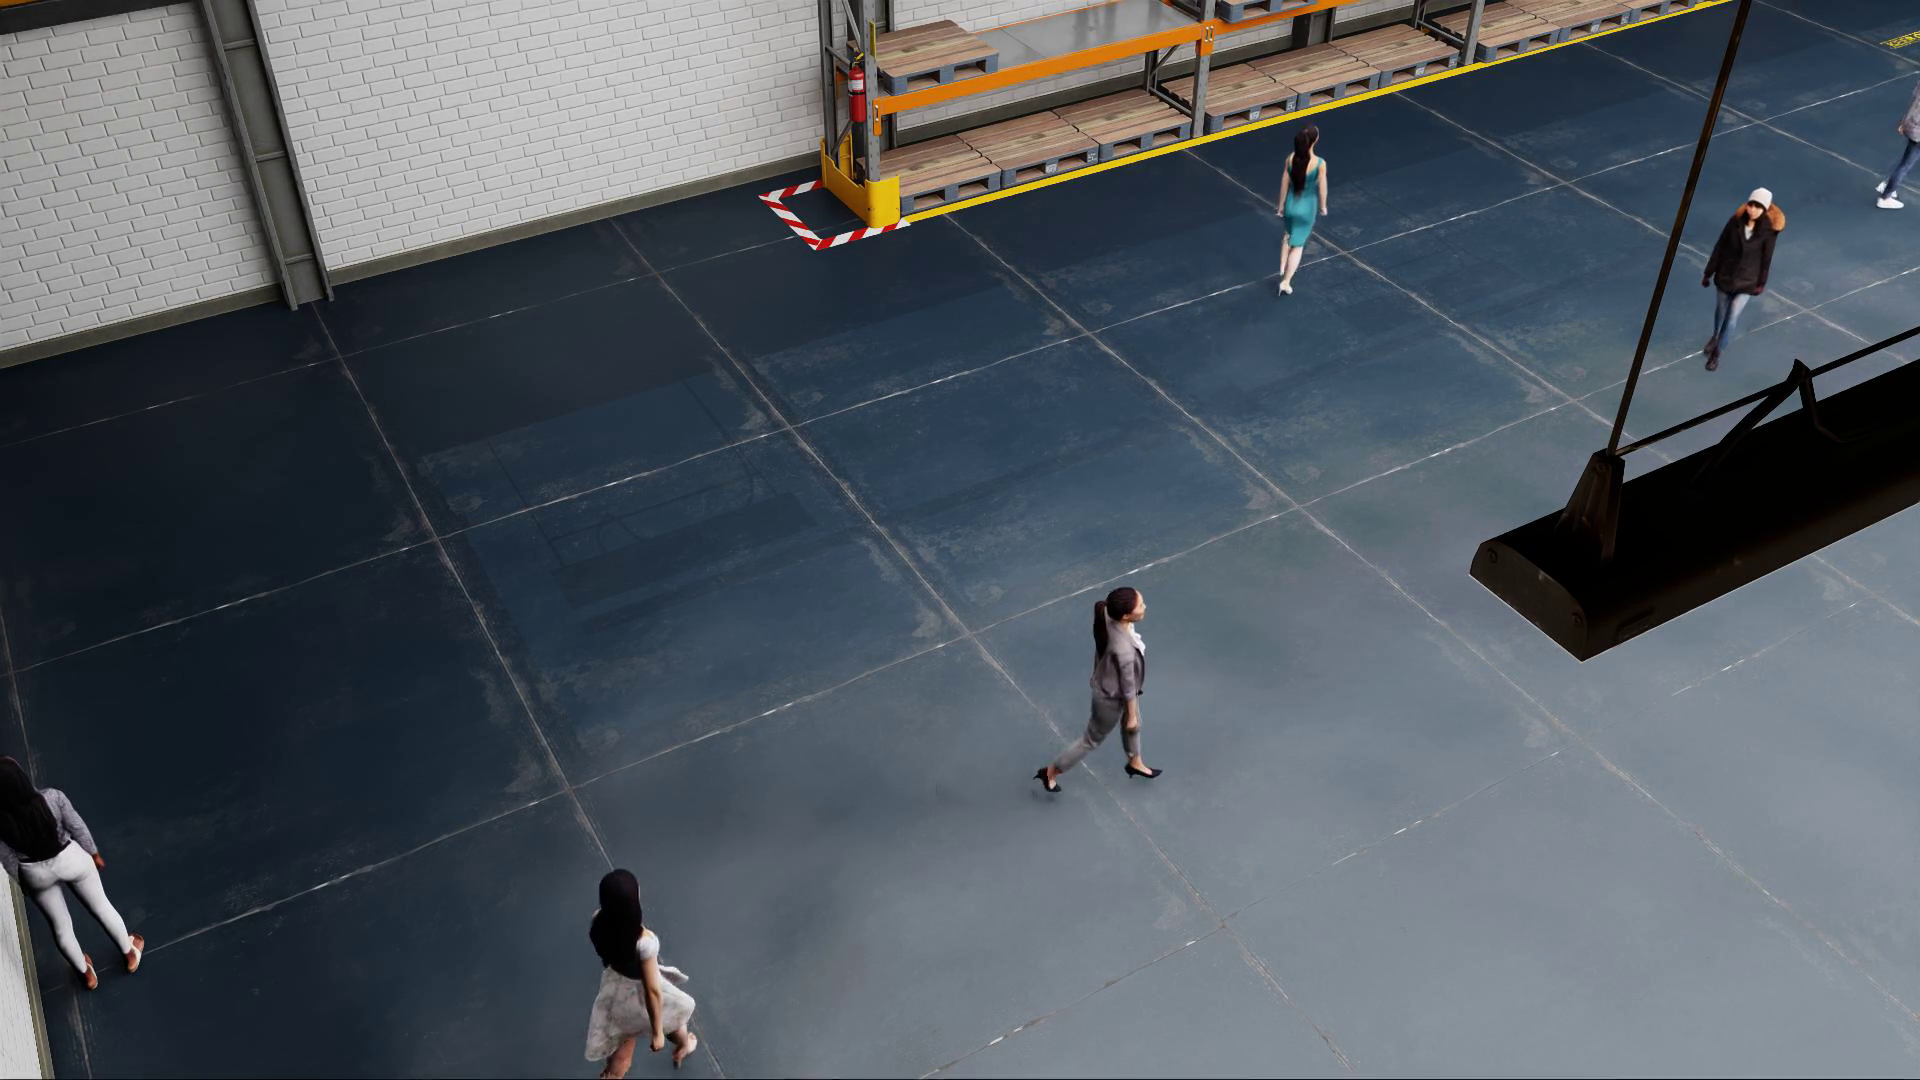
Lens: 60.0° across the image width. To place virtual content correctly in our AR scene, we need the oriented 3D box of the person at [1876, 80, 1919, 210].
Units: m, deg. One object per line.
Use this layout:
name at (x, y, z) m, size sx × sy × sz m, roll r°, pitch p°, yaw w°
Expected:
person at (9.445, -4.090, 16.512) m, size 0.770 × 1.718 × 0.726 m, roll 5°, pitch 39°, yaw 6°

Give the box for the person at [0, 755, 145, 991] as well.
person at (-4.953, 1.814, 9.115) m, size 0.447 × 1.723 × 0.648 m, roll -19°, pitch 42°, yaw -22°

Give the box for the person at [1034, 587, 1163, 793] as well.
person at (0.849, 0.972, 10.235) m, size 1.169 × 1.641 × 0.876 m, roll -5°, pitch 39°, yaw -6°

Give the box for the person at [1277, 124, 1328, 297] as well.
person at (3.059, -2.957, 15.129) m, size 0.667 × 1.672 × 0.719 m, roll 24°, pitch 45°, yaw 27°

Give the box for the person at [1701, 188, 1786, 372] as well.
person at (6.746, -2.310, 14.367) m, size 0.790 × 1.613 × 0.907 m, roll 27°, pitch 46°, yaw 30°

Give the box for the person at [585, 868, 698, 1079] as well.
person at (-1.676, 2.423, 8.361) m, size 1.052 × 1.713 × 1.259 m, roll 23°, pitch 44°, yaw 26°
